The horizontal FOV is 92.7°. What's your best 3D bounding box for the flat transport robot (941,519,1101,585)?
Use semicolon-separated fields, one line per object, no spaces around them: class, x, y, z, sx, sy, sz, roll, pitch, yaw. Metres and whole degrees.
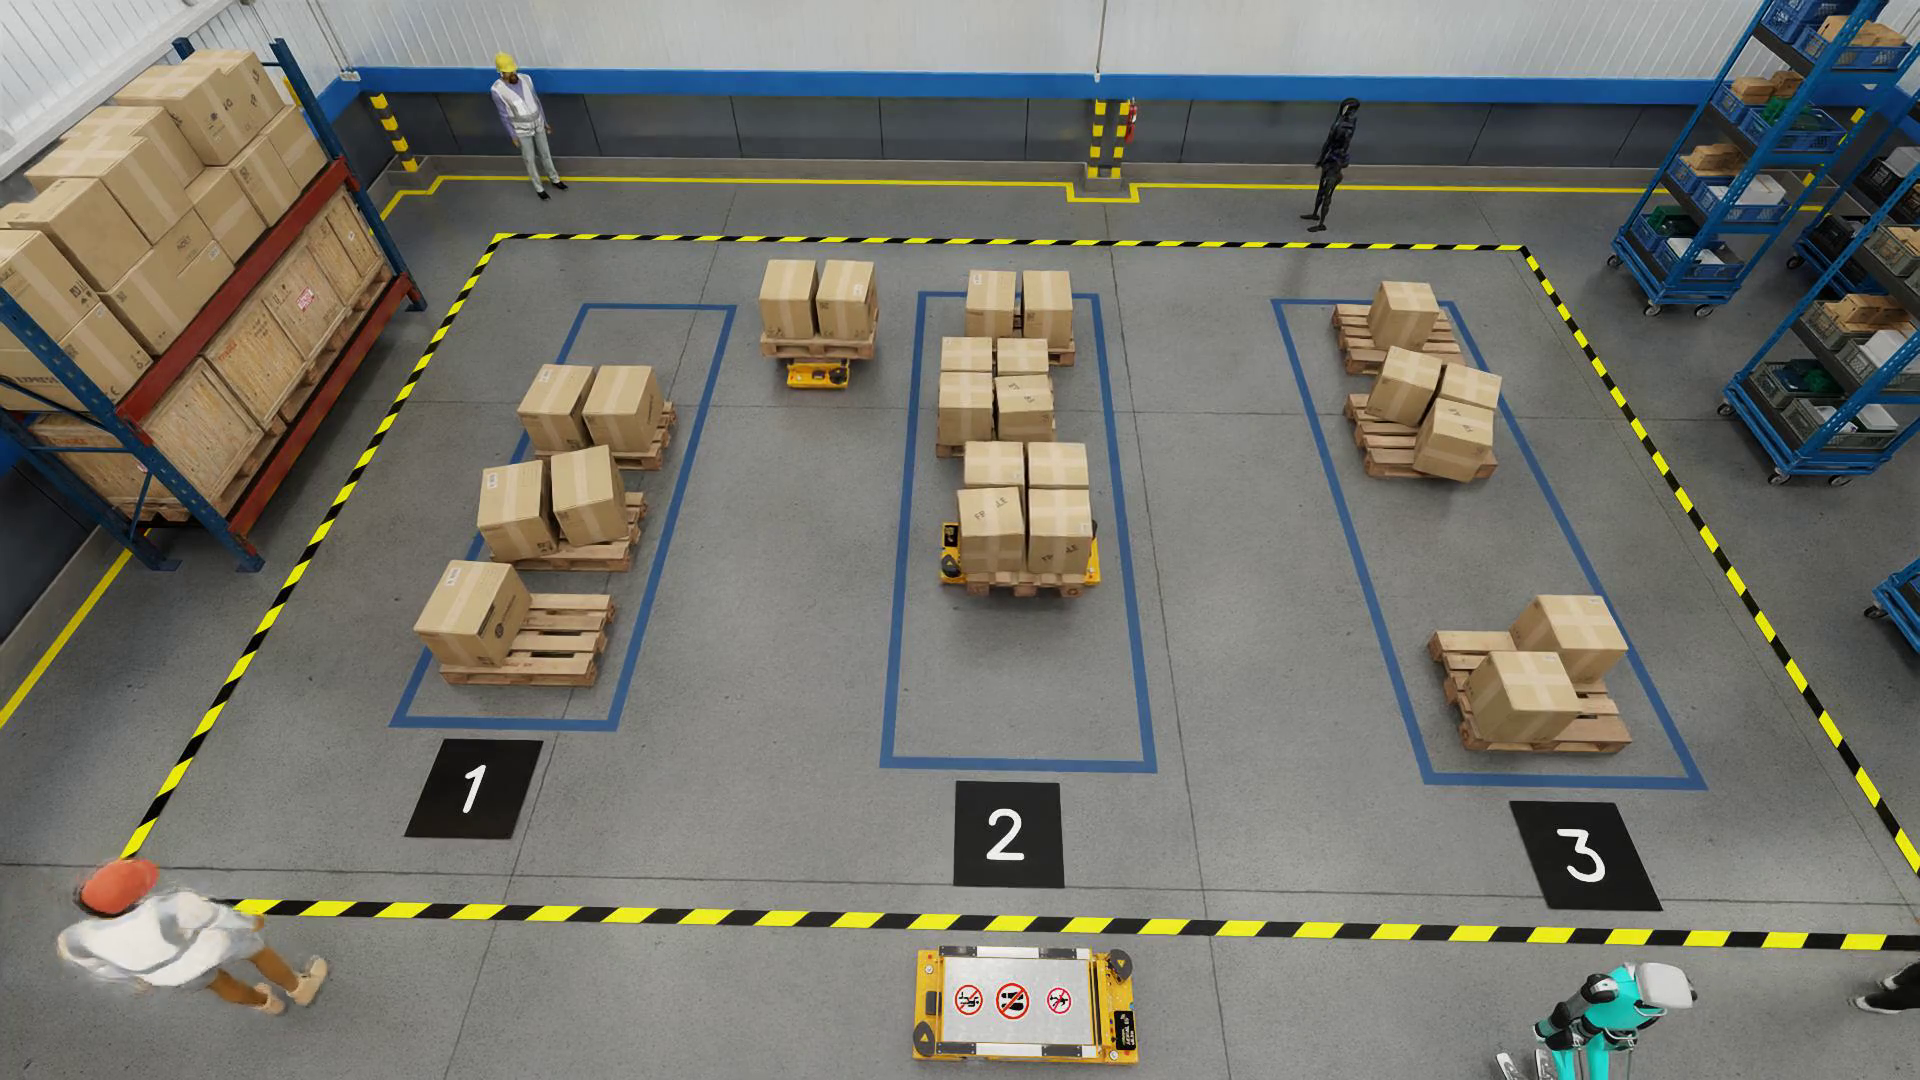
flat transport robot;0.554;0.088;8.396;1.431;0.197;0.652;1;51;1

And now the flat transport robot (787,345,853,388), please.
flat transport robot;-1.530;-2.258;10.308;0.652;0.197;1.431;1;51;1

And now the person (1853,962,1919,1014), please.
person;6.247;2.517;5.419;0.643;1.834;0.615;1;51;1

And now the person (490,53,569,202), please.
person;-5.563;-5.320;11.813;0.404;1.833;0.587;29;56;22

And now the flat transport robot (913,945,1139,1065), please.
flat transport robot;0.422;3.041;6.007;1.431;0.231;0.659;1;51;1

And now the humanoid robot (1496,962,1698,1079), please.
humanoid robot;3.555;2.907;5.082;0.533;1.677;0.735;0;51;0

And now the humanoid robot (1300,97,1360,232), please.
humanoid robot;4.606;-4.638;11.348;0.315;1.657;0.599;-1;51;0

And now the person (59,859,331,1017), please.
person;-4.506;2.449;5.392;0.654;1.996;0.394;-26;56;-20
